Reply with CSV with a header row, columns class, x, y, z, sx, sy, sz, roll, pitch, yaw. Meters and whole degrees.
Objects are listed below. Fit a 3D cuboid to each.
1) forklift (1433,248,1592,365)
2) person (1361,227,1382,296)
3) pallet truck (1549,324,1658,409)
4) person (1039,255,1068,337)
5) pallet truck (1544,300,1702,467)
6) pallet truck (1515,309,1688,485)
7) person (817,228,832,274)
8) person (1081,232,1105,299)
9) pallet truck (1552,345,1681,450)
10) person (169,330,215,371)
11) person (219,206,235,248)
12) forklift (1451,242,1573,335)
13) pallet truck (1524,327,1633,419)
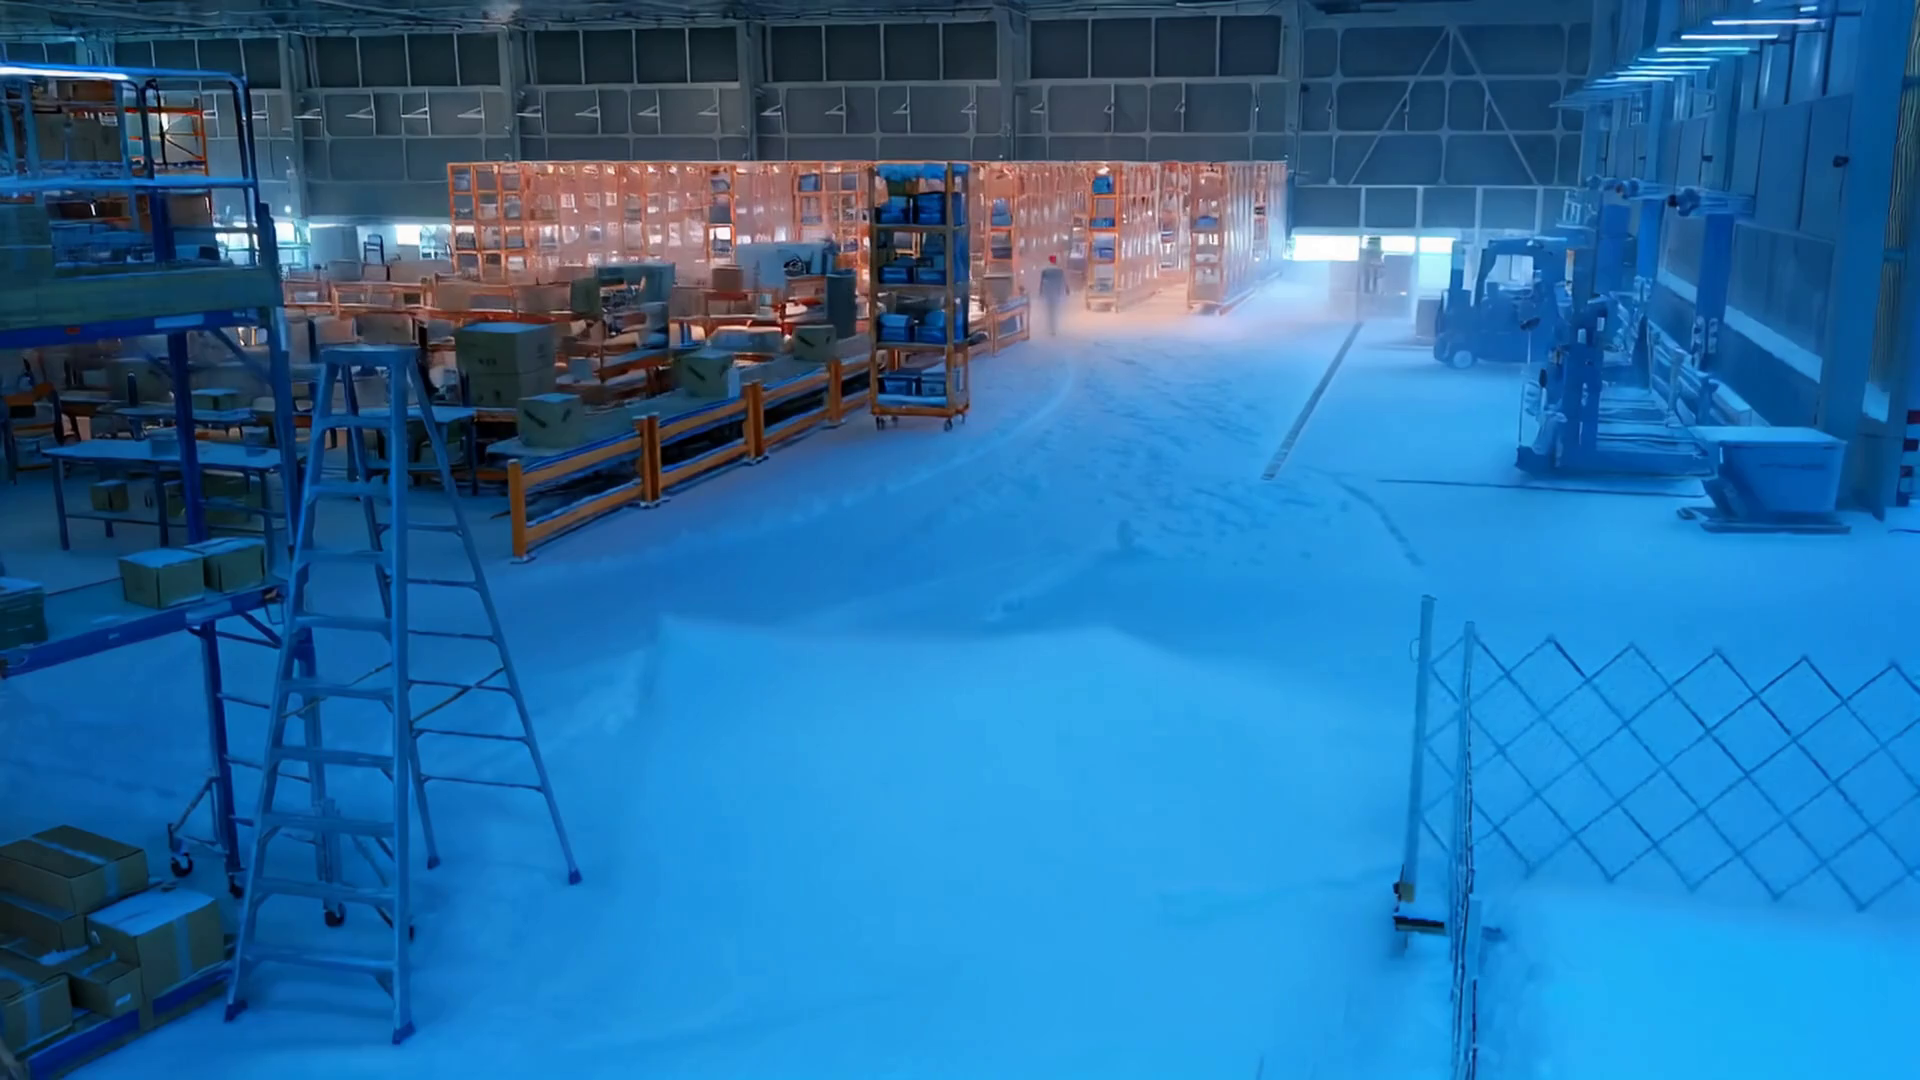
class,x,y,z,sx,sy,sz,roll,pitch,yaw
forklift,9.780,-4.111,29.280,2.680,1.987,1.157,3,13,14
person,11.159,-7.541,45.105,0.565,1.845,0.387,-2,13,-8
pallet truck,9.824,-2.669,25.407,1.601,1.201,0.680,4,14,16
person,1.963,-5.123,34.950,0.541,1.713,0.925,-4,14,-18
pallet truck,8.263,-1.952,20.631,1.885,1.965,0.823,5,14,20
pallet truck,7.554,-1.677,19.446,1.885,1.965,0.823,3,13,14
person,-4.023,-8.733,50.374,0.906,1.780,0.602,8,15,32
person,3.538,-7.424,44.299,0.657,1.981,0.429,2,13,7
pallet truck,8.641,-1.896,21.908,1.630,1.274,0.653,4,14,16
person,-13.433,-3.769,28.801,1.004,1.839,0.629,-5,14,-21
person,-30.148,-12.865,68.420,0.588,1.699,0.915,-10,16,-37
forklift,10.464,-4.597,31.405,2.680,1.987,1.157,4,14,16
pallet truck,9.065,-2.460,24.370,1.522,1.261,0.704,3,13,14
